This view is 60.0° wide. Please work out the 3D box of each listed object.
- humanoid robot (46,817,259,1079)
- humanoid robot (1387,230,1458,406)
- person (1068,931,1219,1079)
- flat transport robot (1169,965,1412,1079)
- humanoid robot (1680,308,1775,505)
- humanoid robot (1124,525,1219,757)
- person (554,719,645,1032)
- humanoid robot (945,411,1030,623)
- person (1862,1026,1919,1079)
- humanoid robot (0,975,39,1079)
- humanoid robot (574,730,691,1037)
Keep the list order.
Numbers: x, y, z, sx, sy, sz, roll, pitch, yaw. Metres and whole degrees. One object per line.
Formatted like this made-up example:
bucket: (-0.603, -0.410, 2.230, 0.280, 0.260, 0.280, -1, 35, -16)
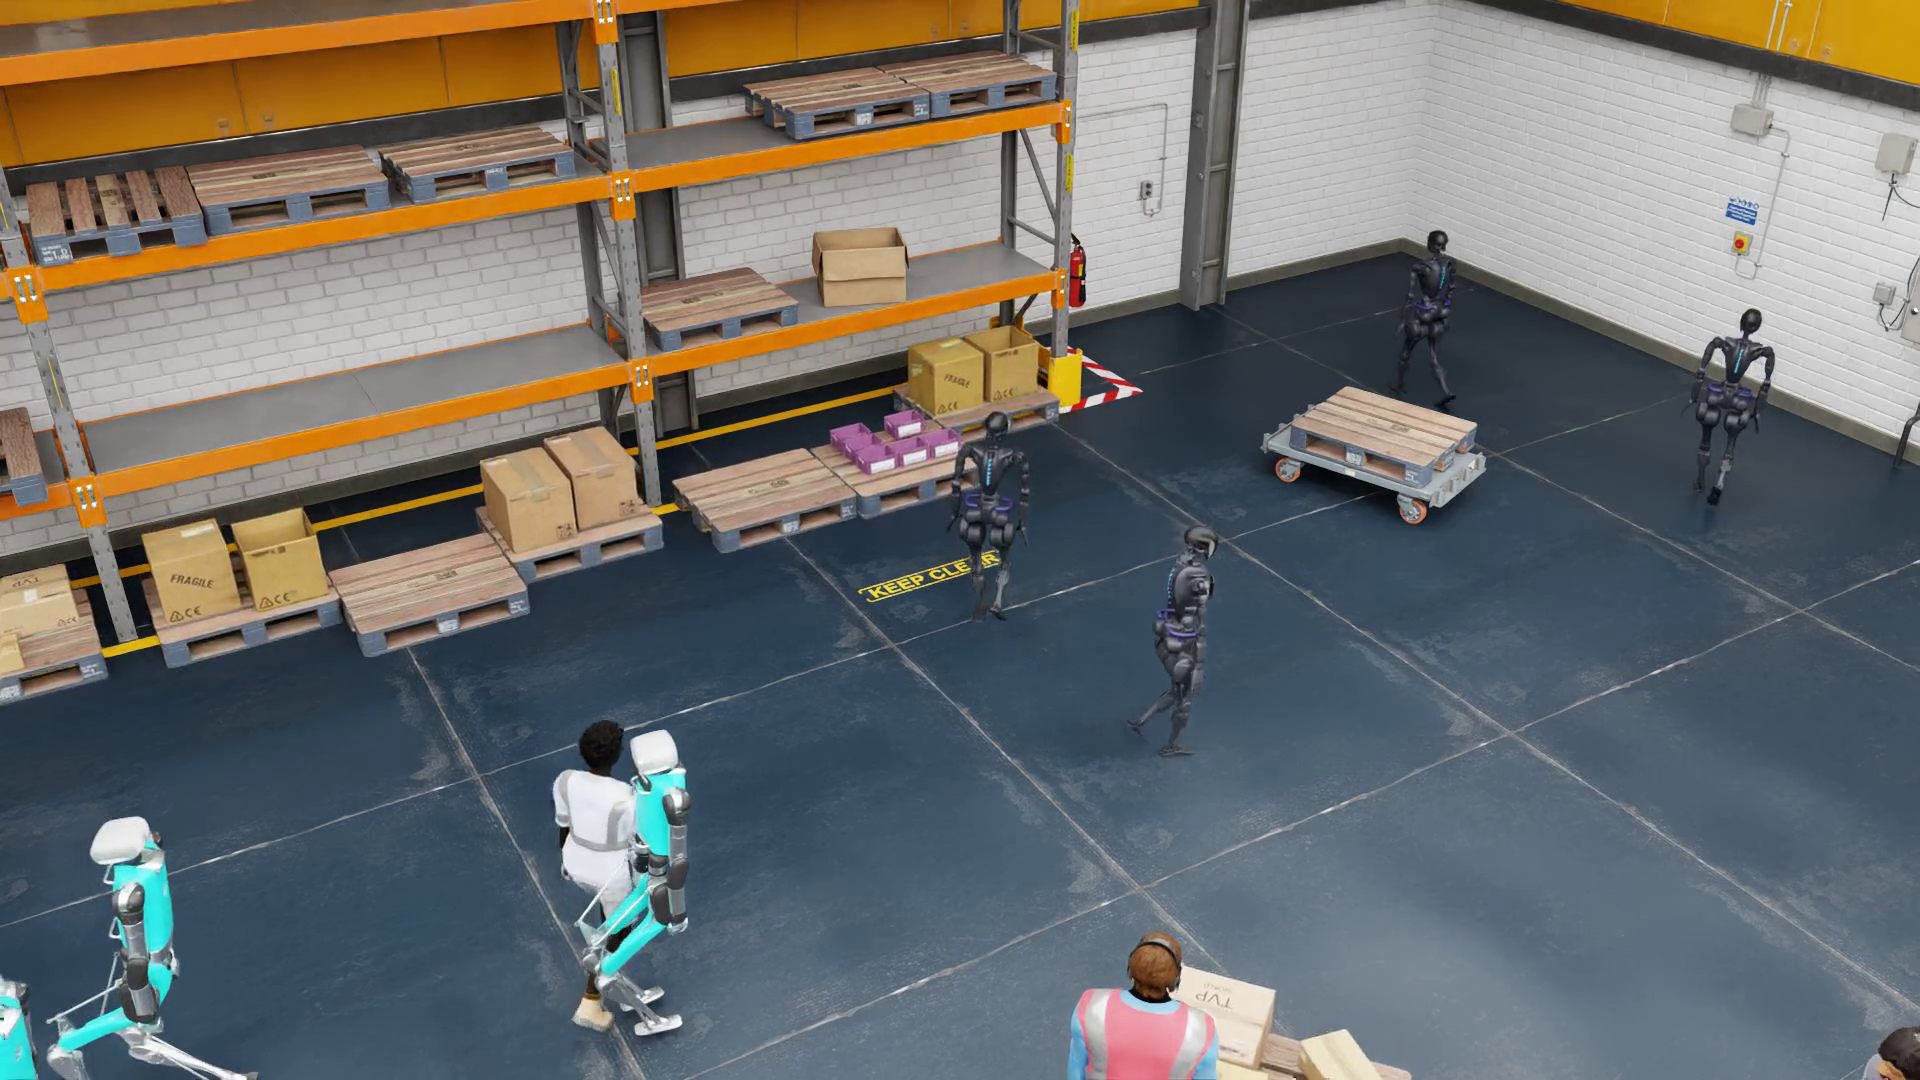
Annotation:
humanoid robot: (-4.003, 2.094, 7.817, 1.009, 1.767, 0.536, -6, 30, -11)
humanoid robot: (4.282, -2.017, 15.154, 0.608, 1.640, 0.738, -14, 32, -23)
person: (0.771, 2.418, 7.110, 0.634, 1.831, 0.430, 6, 30, 11)
flat transport robot: (1.399, 2.922, 7.802, 0.659, 0.231, 1.431, 11, 31, 19)
humanoid robot: (6.185, -1.075, 13.466, 0.615, 1.640, 0.575, 12, 32, 20)
humanoid robot: (1.330, 0.657, 10.387, 0.497, 1.627, 0.610, -7, 30, -11)
person: (-1.859, 1.714, 8.528, 0.535, 1.657, 0.780, 13, 32, 22)
humanoid robot: (0.181, -0.122, 11.765, 0.612, 1.646, 0.424, 5, 30, 9)
person: (3.722, 2.649, 6.721, 0.836, 1.816, 0.565, -1, 29, -2)
humanoid robot: (-4.266, 2.559, 7.008, 0.996, 1.771, 0.551, -2, 30, -3)
humanoid robot: (-1.667, 1.756, 8.271, 0.723, 1.690, 0.532, -16, 33, -26)
